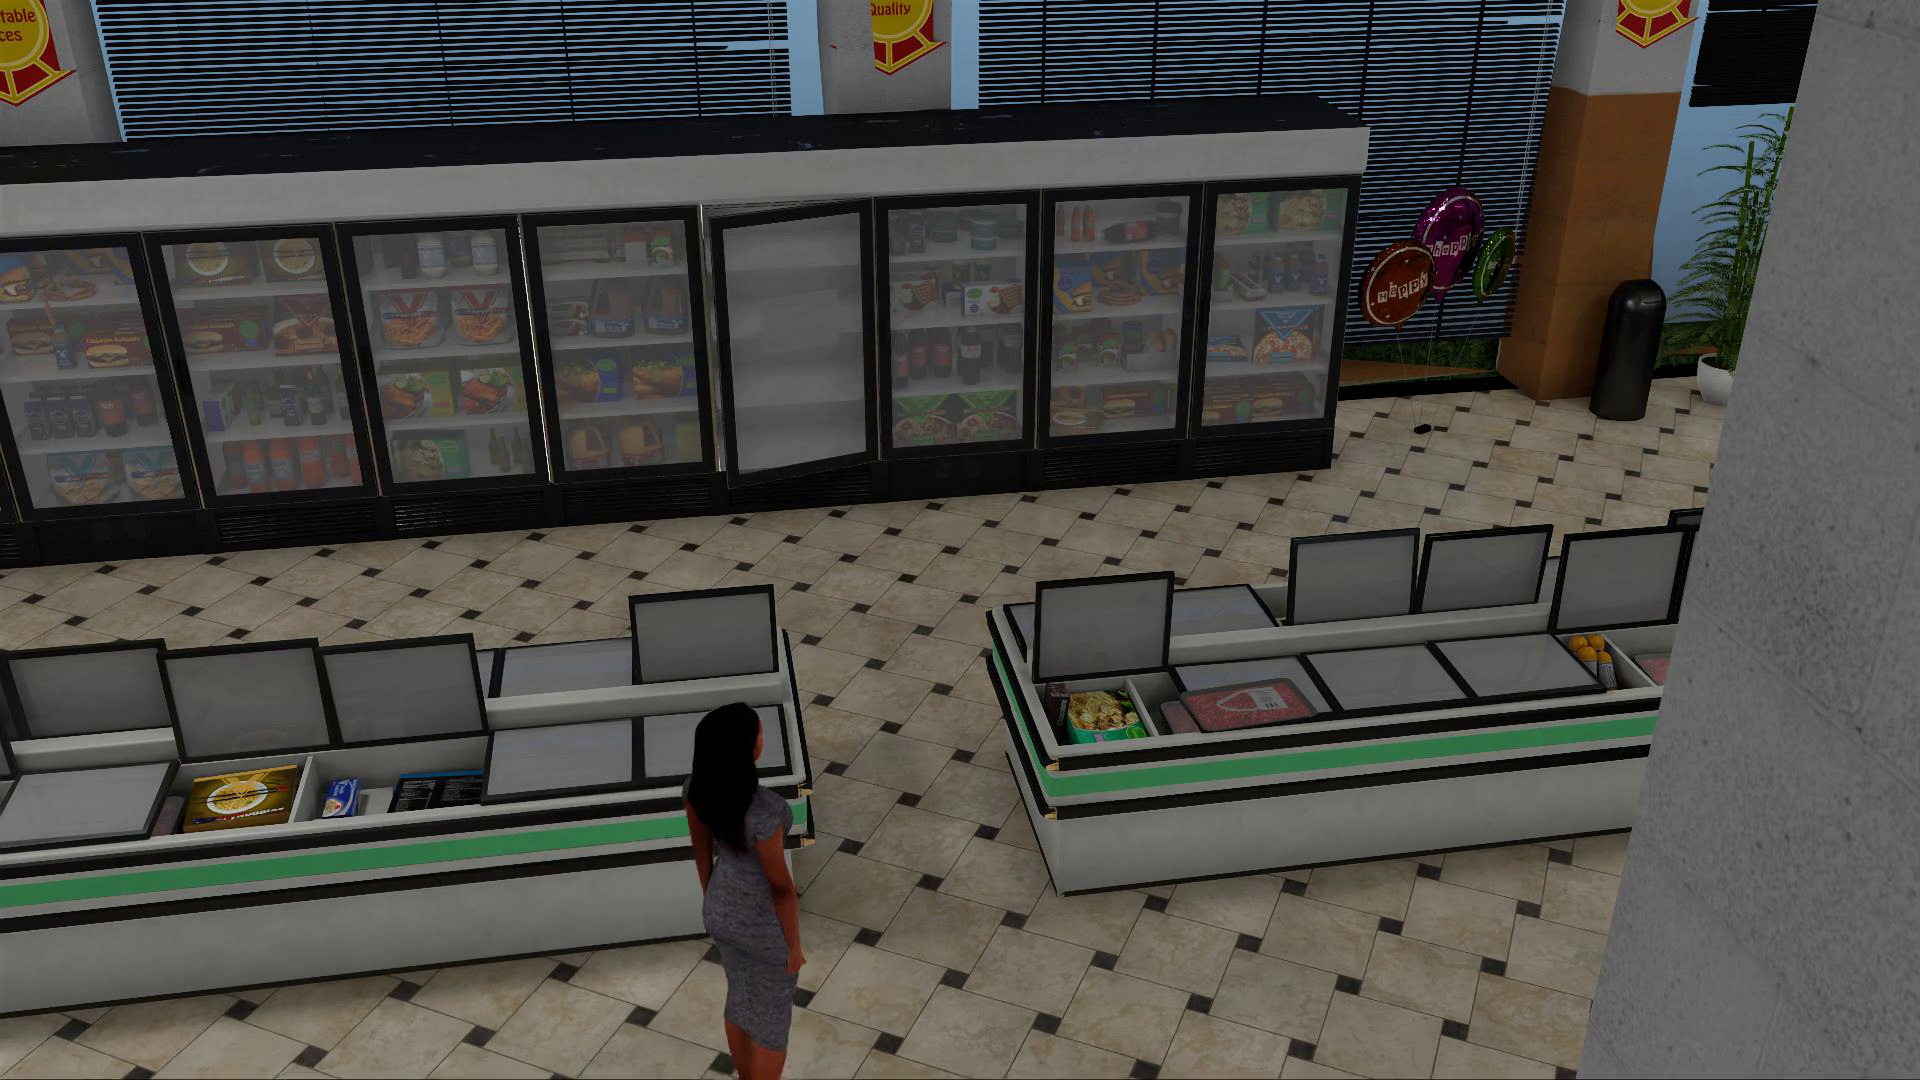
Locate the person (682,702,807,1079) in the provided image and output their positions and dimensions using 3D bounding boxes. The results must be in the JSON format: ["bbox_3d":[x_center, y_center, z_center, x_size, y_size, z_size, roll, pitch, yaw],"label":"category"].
[{"bbox_3d":[-0.736,1.337,5.649,0.708,1.785,0.762,20,33,34],"label":"person"}]
